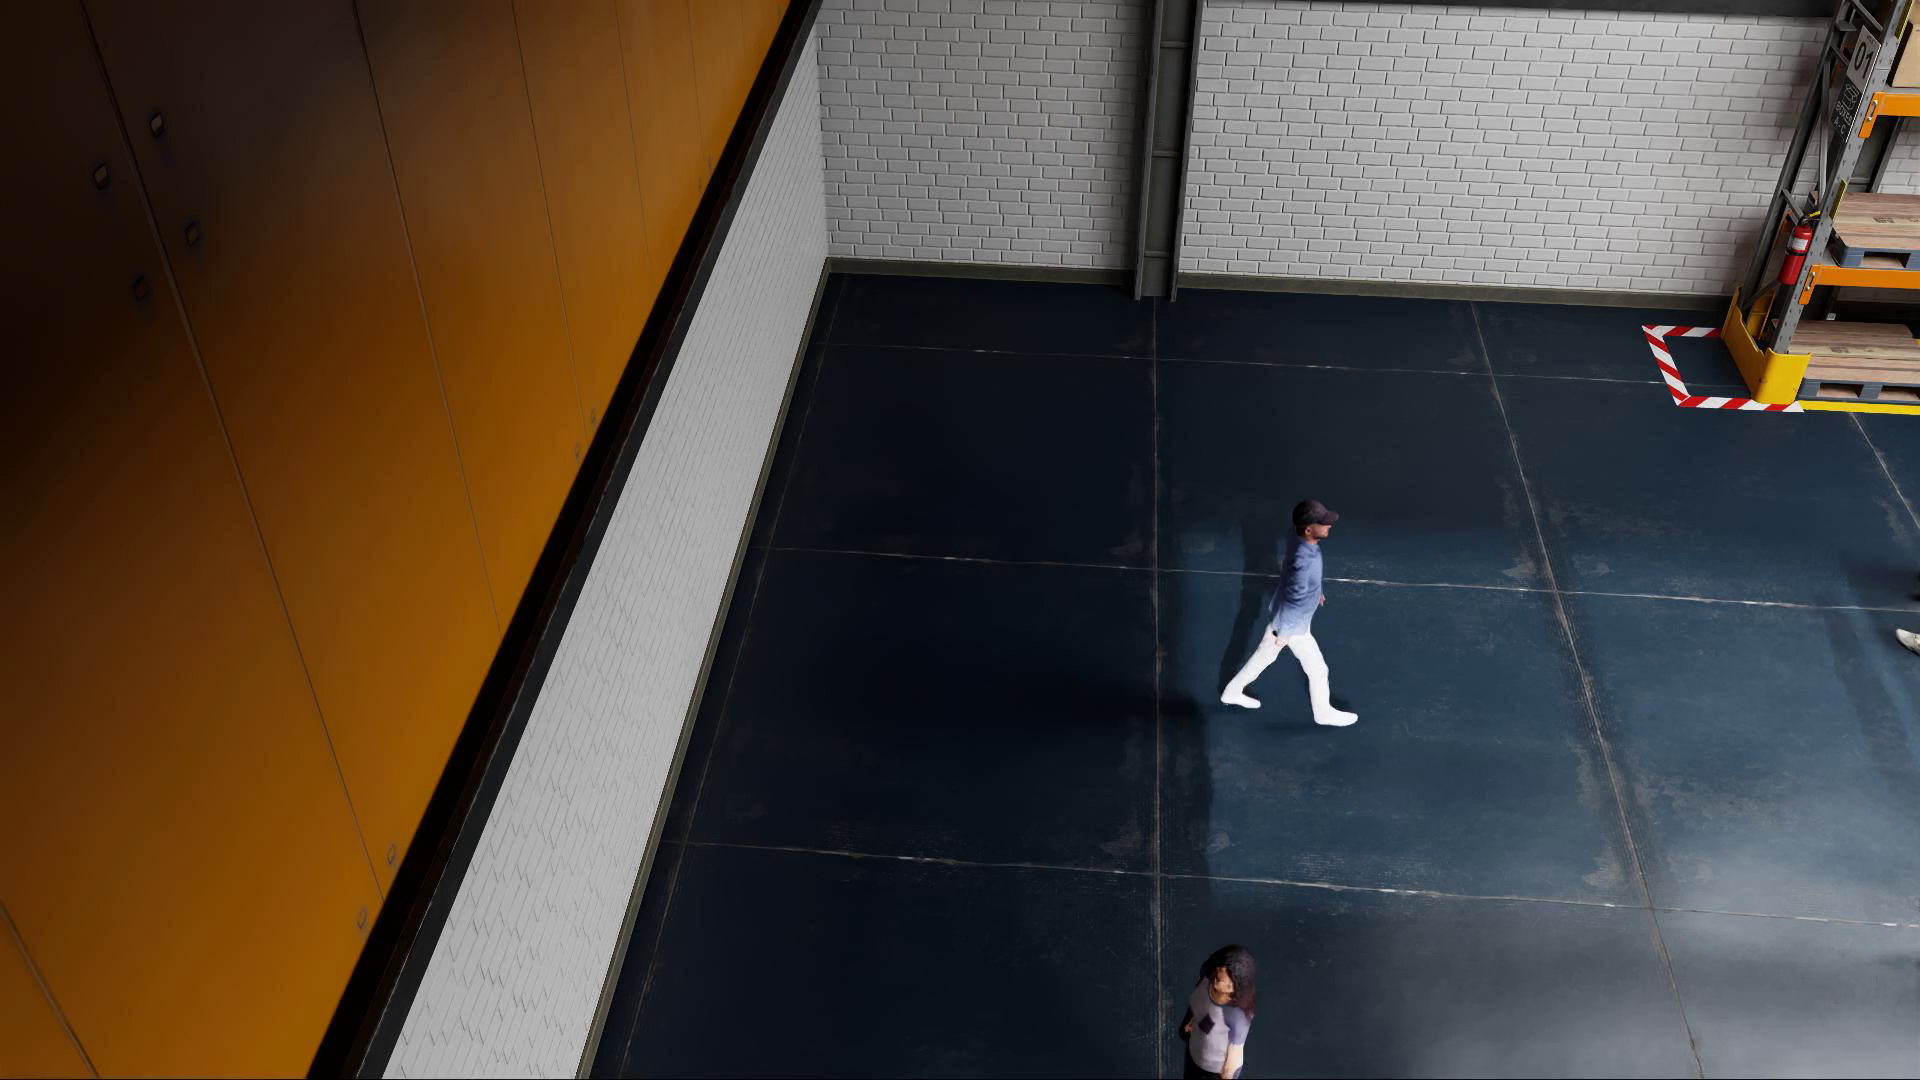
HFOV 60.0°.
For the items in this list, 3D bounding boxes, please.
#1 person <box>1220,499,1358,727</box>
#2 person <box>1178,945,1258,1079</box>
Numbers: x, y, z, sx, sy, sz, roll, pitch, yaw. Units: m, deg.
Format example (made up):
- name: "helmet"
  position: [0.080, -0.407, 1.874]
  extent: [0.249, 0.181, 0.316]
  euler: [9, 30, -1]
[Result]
- name: "person"
  position: [2.107, 0.483, 10.908]
  extent: [1.136, 1.845, 0.668]
  euler: [2, 39, 3]
- name: "person"
  position: [1.269, 2.582, 8.393]
  extent: [0.657, 1.704, 0.688]
  euler: [-1, 39, -1]
